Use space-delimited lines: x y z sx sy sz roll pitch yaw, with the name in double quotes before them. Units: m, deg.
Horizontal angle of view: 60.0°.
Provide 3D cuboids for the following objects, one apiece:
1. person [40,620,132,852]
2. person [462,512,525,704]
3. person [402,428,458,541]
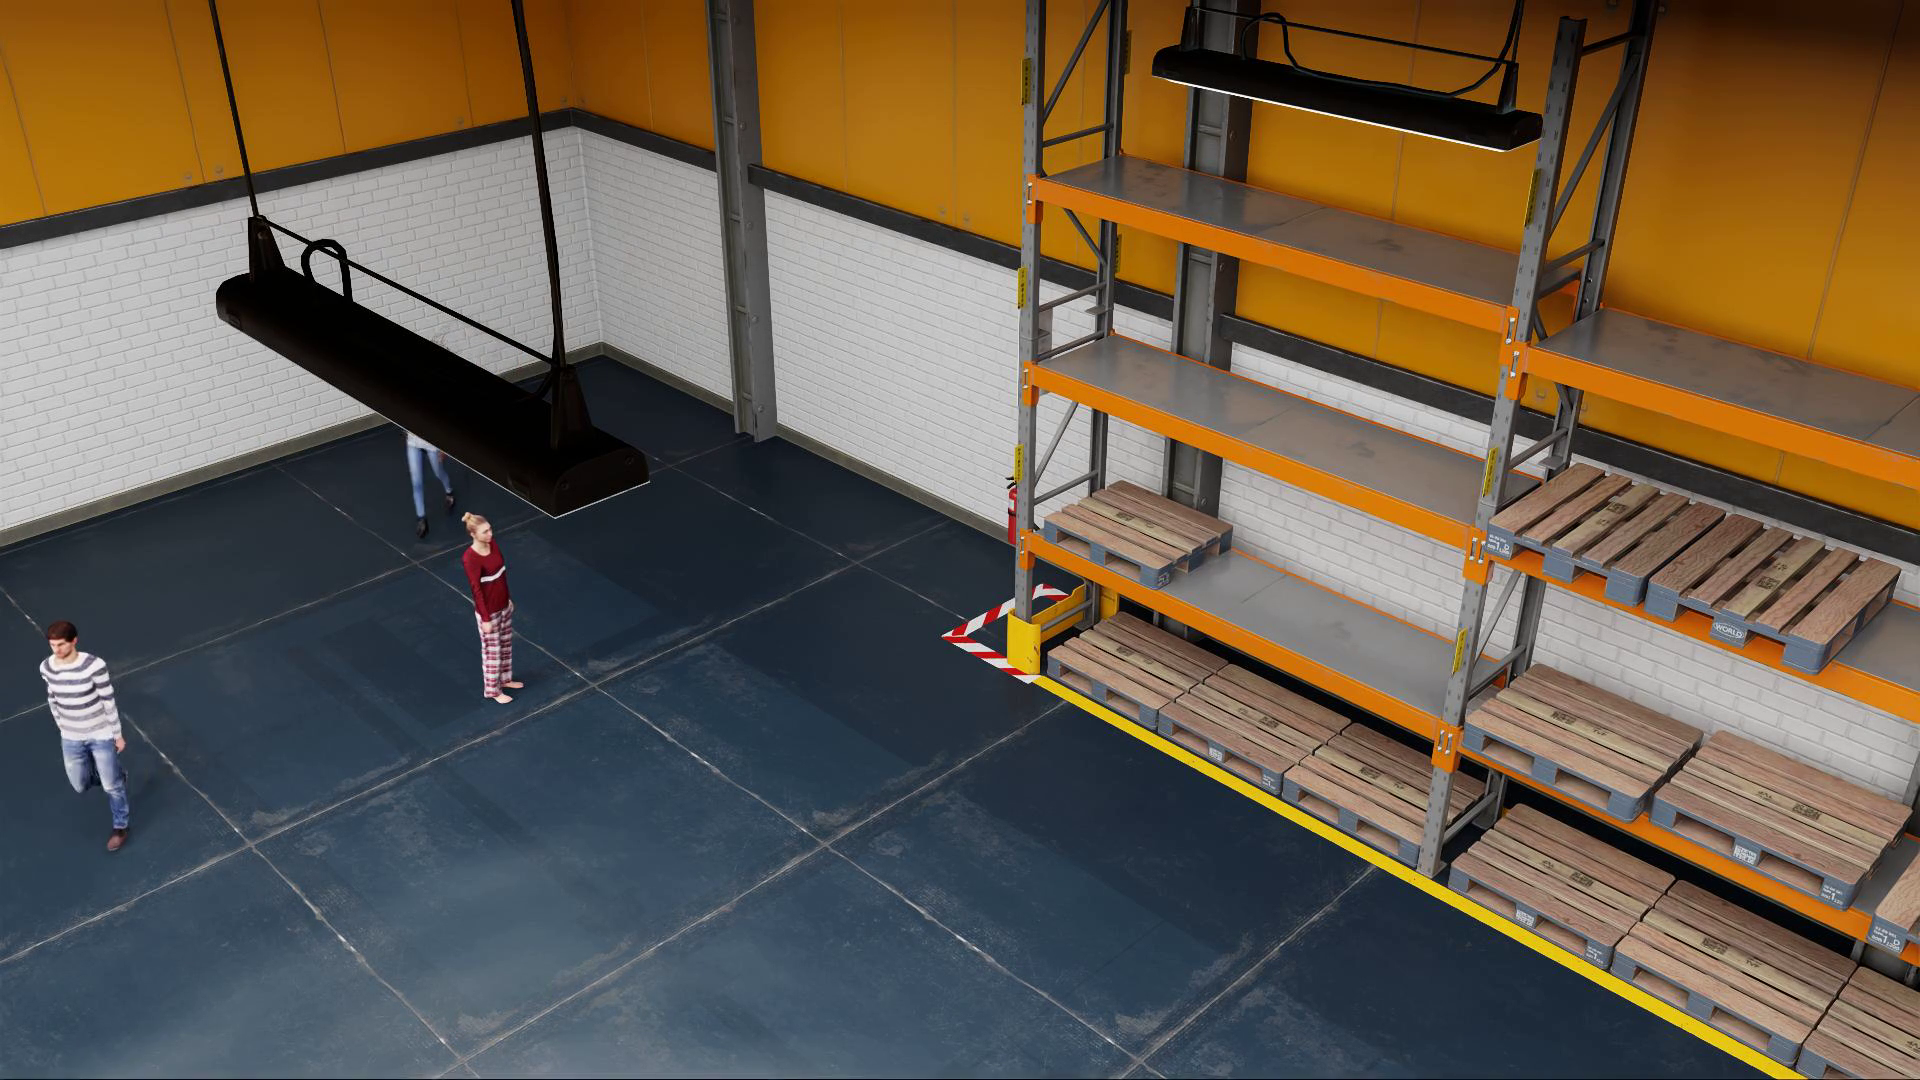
"person" -6.238 1.344 12.013 0.936 1.837 0.996 0 29 0
"person" -3.841 0.538 13.636 0.685 1.698 0.683 6 29 11
"person" -5.218 -0.934 16.355 1.107 1.678 1.120 3 29 5
